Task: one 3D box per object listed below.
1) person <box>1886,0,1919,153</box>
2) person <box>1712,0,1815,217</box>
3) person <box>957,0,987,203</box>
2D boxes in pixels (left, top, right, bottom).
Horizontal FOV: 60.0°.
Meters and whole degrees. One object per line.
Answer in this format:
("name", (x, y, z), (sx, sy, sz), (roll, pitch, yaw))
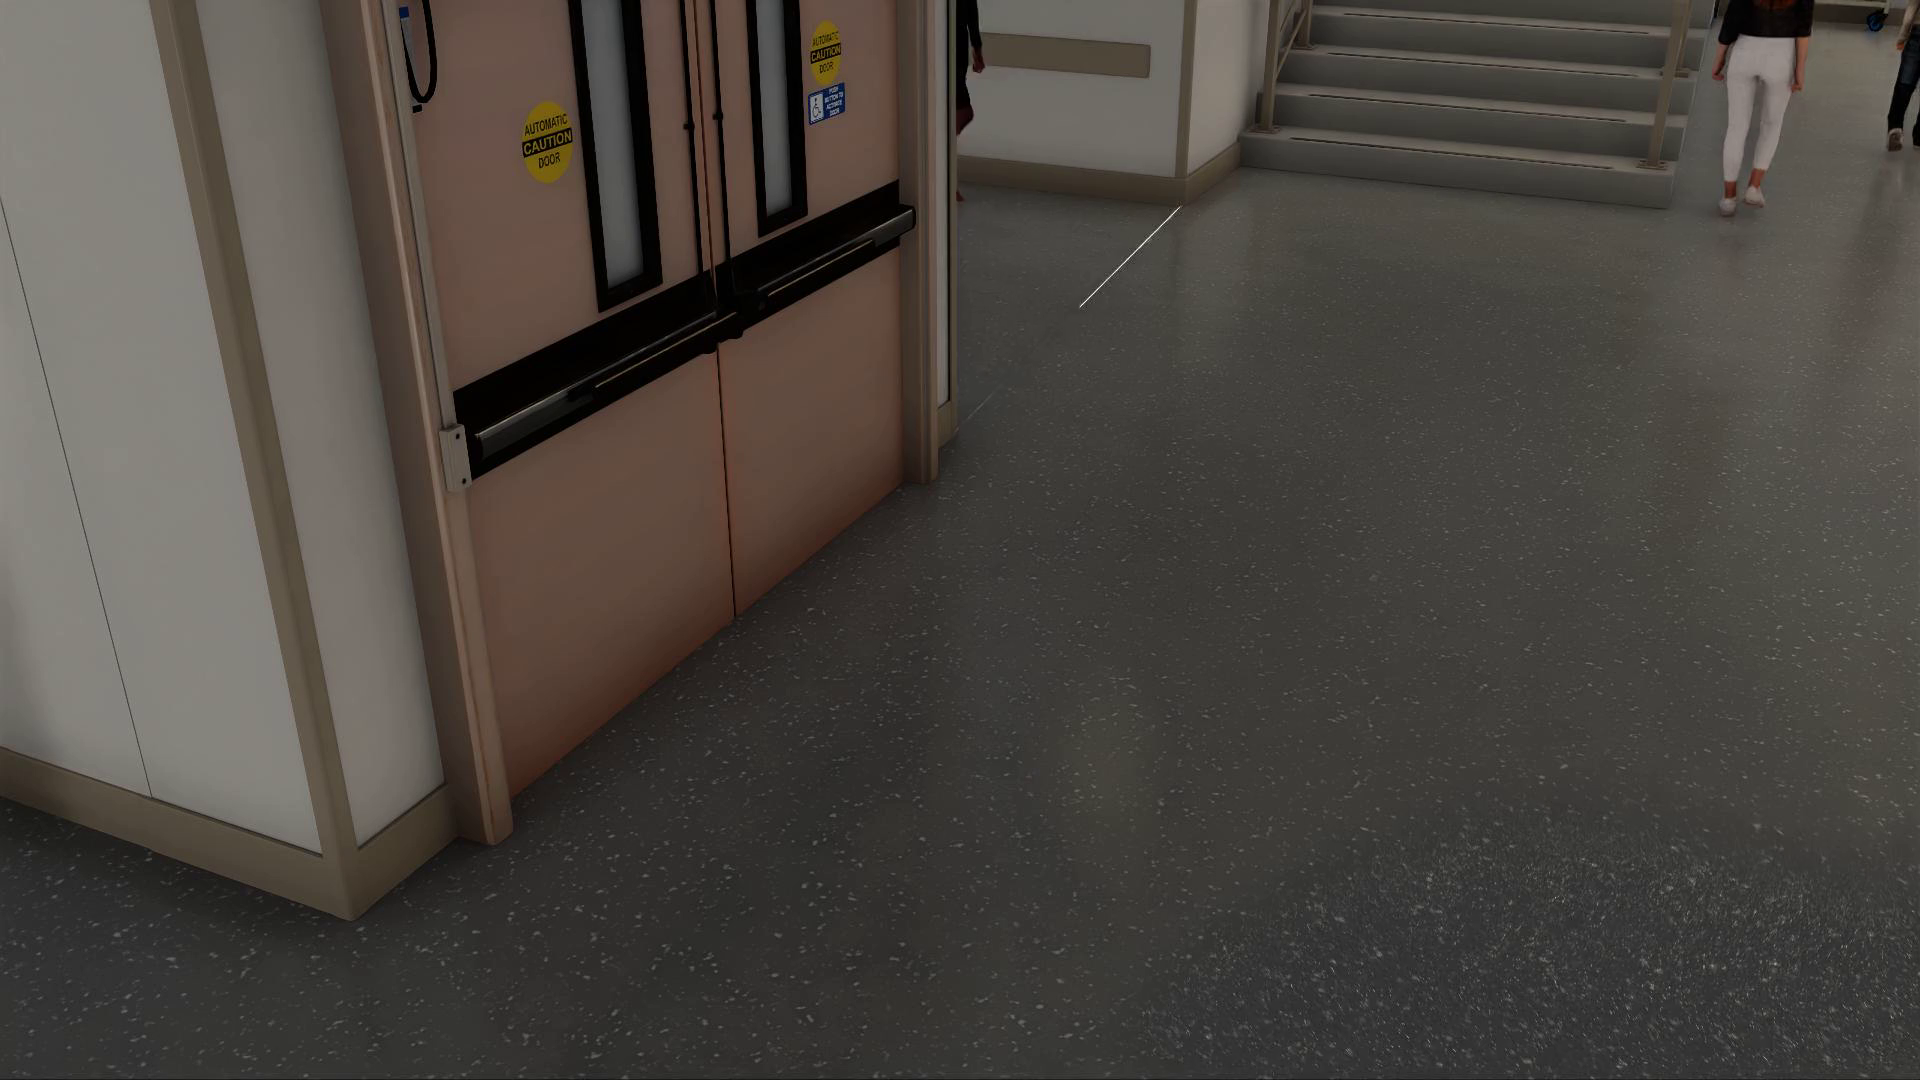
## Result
("person", (6.243, -3.215, 10.699), (0.643, 1.453, 0.880), (17, 30, 31))
("person", (4.441, -2.634, 9.214), (0.621, 1.695, 0.539), (12, 28, 24))
("person", (-0.148, -2.778, 9.495), (0.706, 1.712, 0.551), (14, 29, 27))
